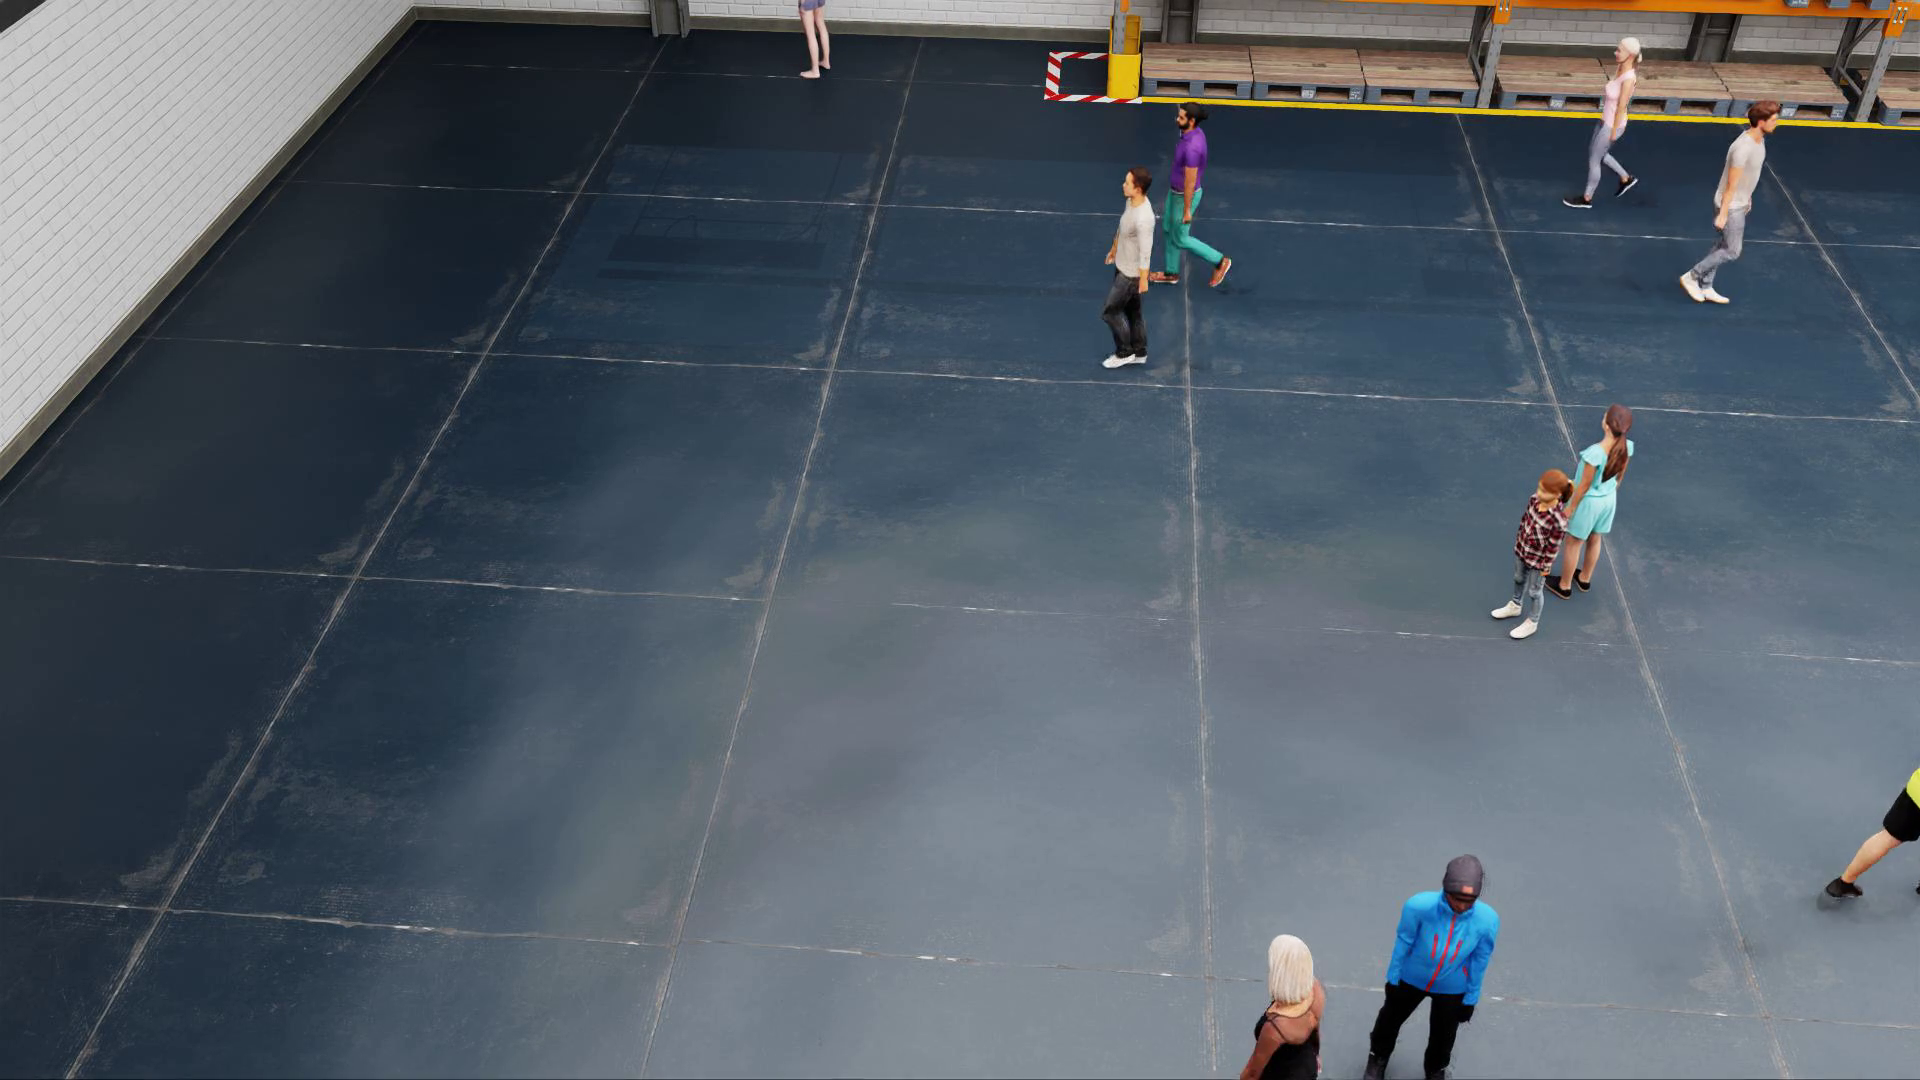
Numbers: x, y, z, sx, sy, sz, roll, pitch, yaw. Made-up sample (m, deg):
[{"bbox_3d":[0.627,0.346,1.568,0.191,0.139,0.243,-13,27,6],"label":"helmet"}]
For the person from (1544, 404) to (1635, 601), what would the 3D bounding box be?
[{"bbox_3d":[4.319,-0.268,11.337,0.606,1.558,0.697,-14,41,-17],"label":"person"}]

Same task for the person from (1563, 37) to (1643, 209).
[{"bbox_3d":[6.278,-3.954,15.829,0.896,1.713,0.622,7,39,9],"label":"person"}]

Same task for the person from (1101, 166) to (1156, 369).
[{"bbox_3d":[1.489,-2.215,13.583,0.651,1.798,0.675,0,39,0],"label":"person"}]

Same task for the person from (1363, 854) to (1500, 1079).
[{"bbox_3d":[2.316,2.127,8.151,0.521,1.792,0.690,9,39,11],"label":"person"}]

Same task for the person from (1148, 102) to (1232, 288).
[{"bbox_3d":[2.076,-3.005,14.612,0.972,1.747,0.643,2,39,3],"label":"person"}]

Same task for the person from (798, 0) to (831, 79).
[{"bbox_3d":[-1.643,-6.004,18.353,0.660,1.766,0.656,17,42,20],"label":"person"}]

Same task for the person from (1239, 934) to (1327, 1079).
[{"bbox_3d":[1.574,2.555,7.699,1.113,1.688,0.995,23,44,26],"label":"person"}]

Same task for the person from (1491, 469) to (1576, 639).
[{"bbox_3d":[3.864,0.068,11.120,0.607,1.303,0.594,-13,40,-15],"label":"person"}]

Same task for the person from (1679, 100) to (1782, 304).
[{"bbox_3d":[6.613,-2.923,14.399,0.858,1.886,0.831,24,44,27],"label":"person"}]
